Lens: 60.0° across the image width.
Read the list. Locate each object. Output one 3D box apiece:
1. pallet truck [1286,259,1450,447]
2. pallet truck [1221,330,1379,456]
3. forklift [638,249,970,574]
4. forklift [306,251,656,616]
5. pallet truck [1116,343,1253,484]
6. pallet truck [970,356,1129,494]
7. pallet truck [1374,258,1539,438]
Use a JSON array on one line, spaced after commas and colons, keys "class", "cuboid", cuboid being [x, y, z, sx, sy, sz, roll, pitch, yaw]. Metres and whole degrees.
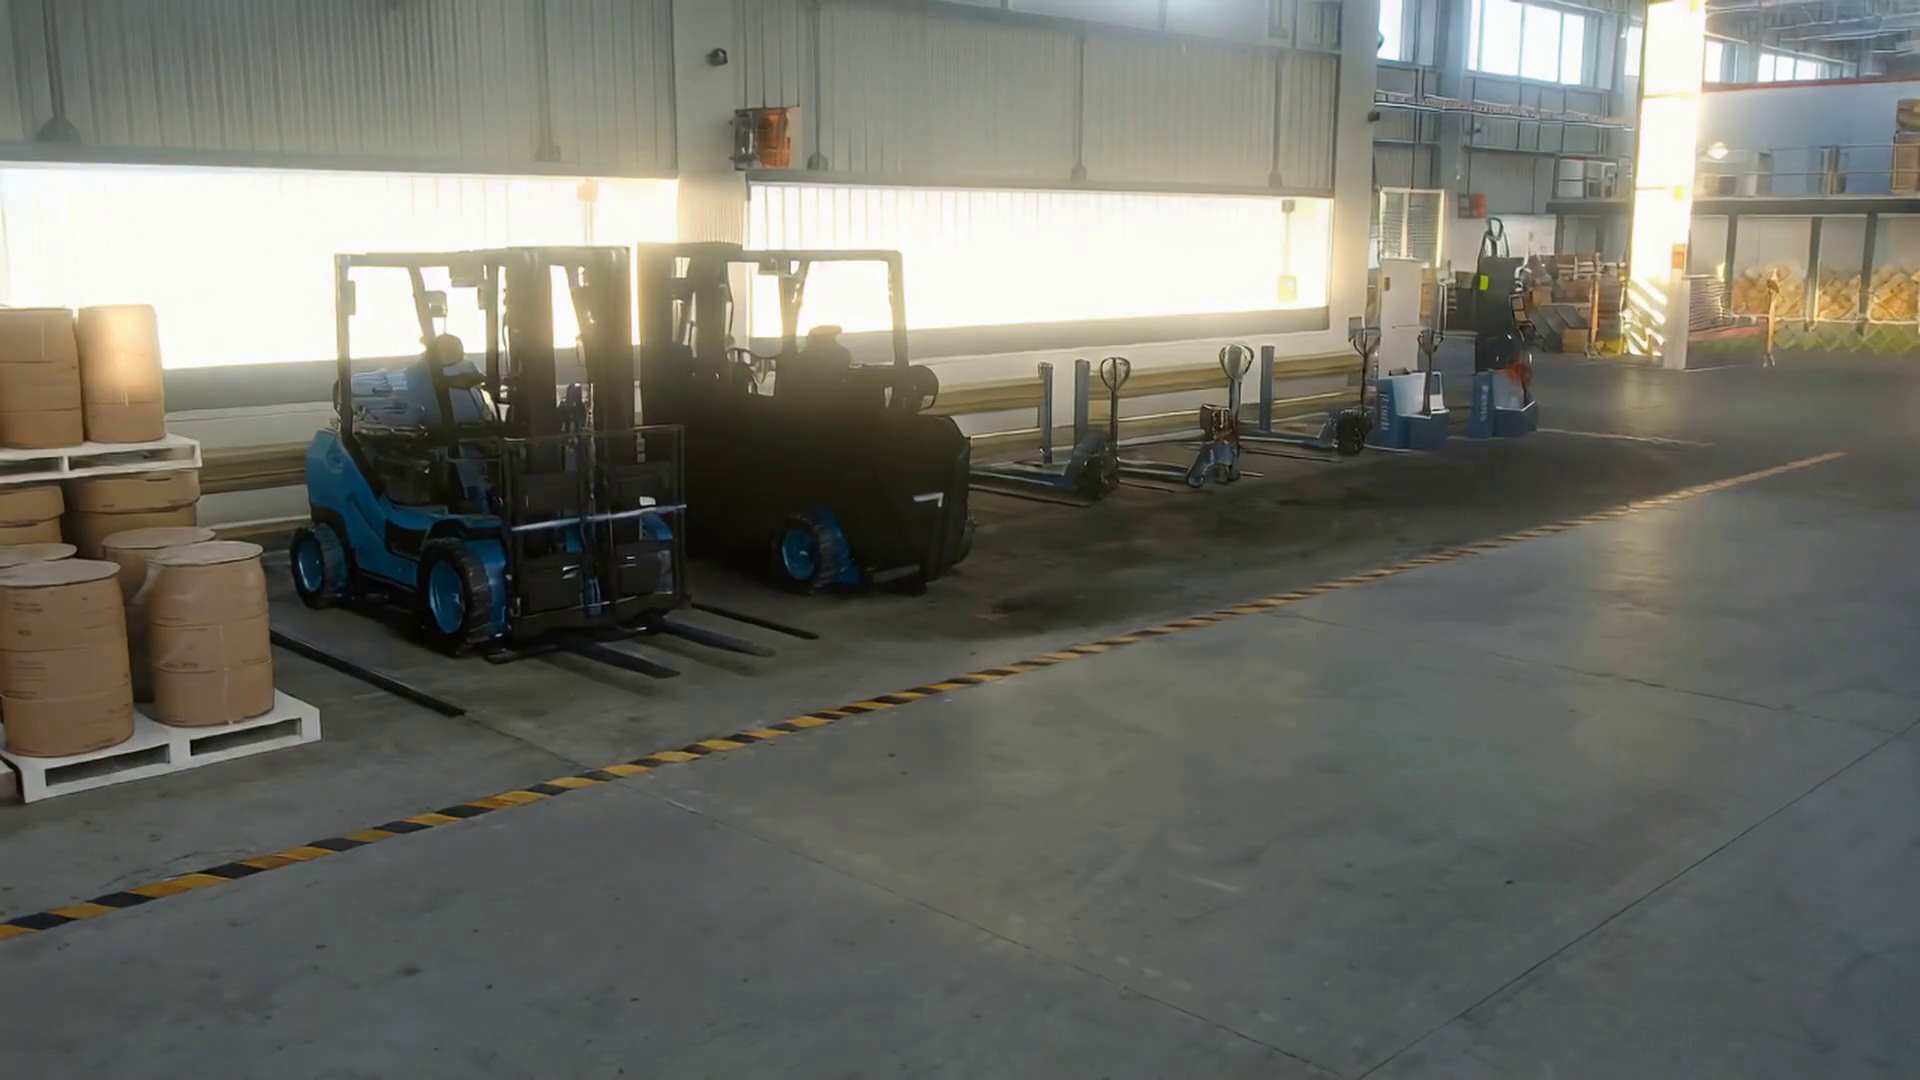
[{"class": "pallet truck", "cuboid": [4.493, -2.078, 18.196, 0.823, 1.965, 1.885, -9, 14, -40]}, {"class": "pallet truck", "cuboid": [3.563, -1.581, 17.381, 0.653, 1.274, 1.630, -10, 14, -44]}, {"class": "forklift", "cuboid": [-1.173, -0.958, 11.239, 2.680, 1.987, 1.157, 10, 14, 43]}, {"class": "forklift", "cuboid": [-2.833, -0.669, 9.694, 1.157, 1.987, 2.680, -10, 14, -44]}, {"class": "pallet truck", "cuboid": [1.962, -1.215, 15.415, 1.522, 1.261, 0.704, 10, 14, 43]}, {"class": "pallet truck", "cuboid": [0.784, -1.085, 14.876, 0.680, 1.201, 1.601, -10, 14, -44]}, {"class": "pallet truck", "cuboid": [5.704, -2.208, 18.901, 1.885, 1.965, 0.823, 10, 14, 43]}]
